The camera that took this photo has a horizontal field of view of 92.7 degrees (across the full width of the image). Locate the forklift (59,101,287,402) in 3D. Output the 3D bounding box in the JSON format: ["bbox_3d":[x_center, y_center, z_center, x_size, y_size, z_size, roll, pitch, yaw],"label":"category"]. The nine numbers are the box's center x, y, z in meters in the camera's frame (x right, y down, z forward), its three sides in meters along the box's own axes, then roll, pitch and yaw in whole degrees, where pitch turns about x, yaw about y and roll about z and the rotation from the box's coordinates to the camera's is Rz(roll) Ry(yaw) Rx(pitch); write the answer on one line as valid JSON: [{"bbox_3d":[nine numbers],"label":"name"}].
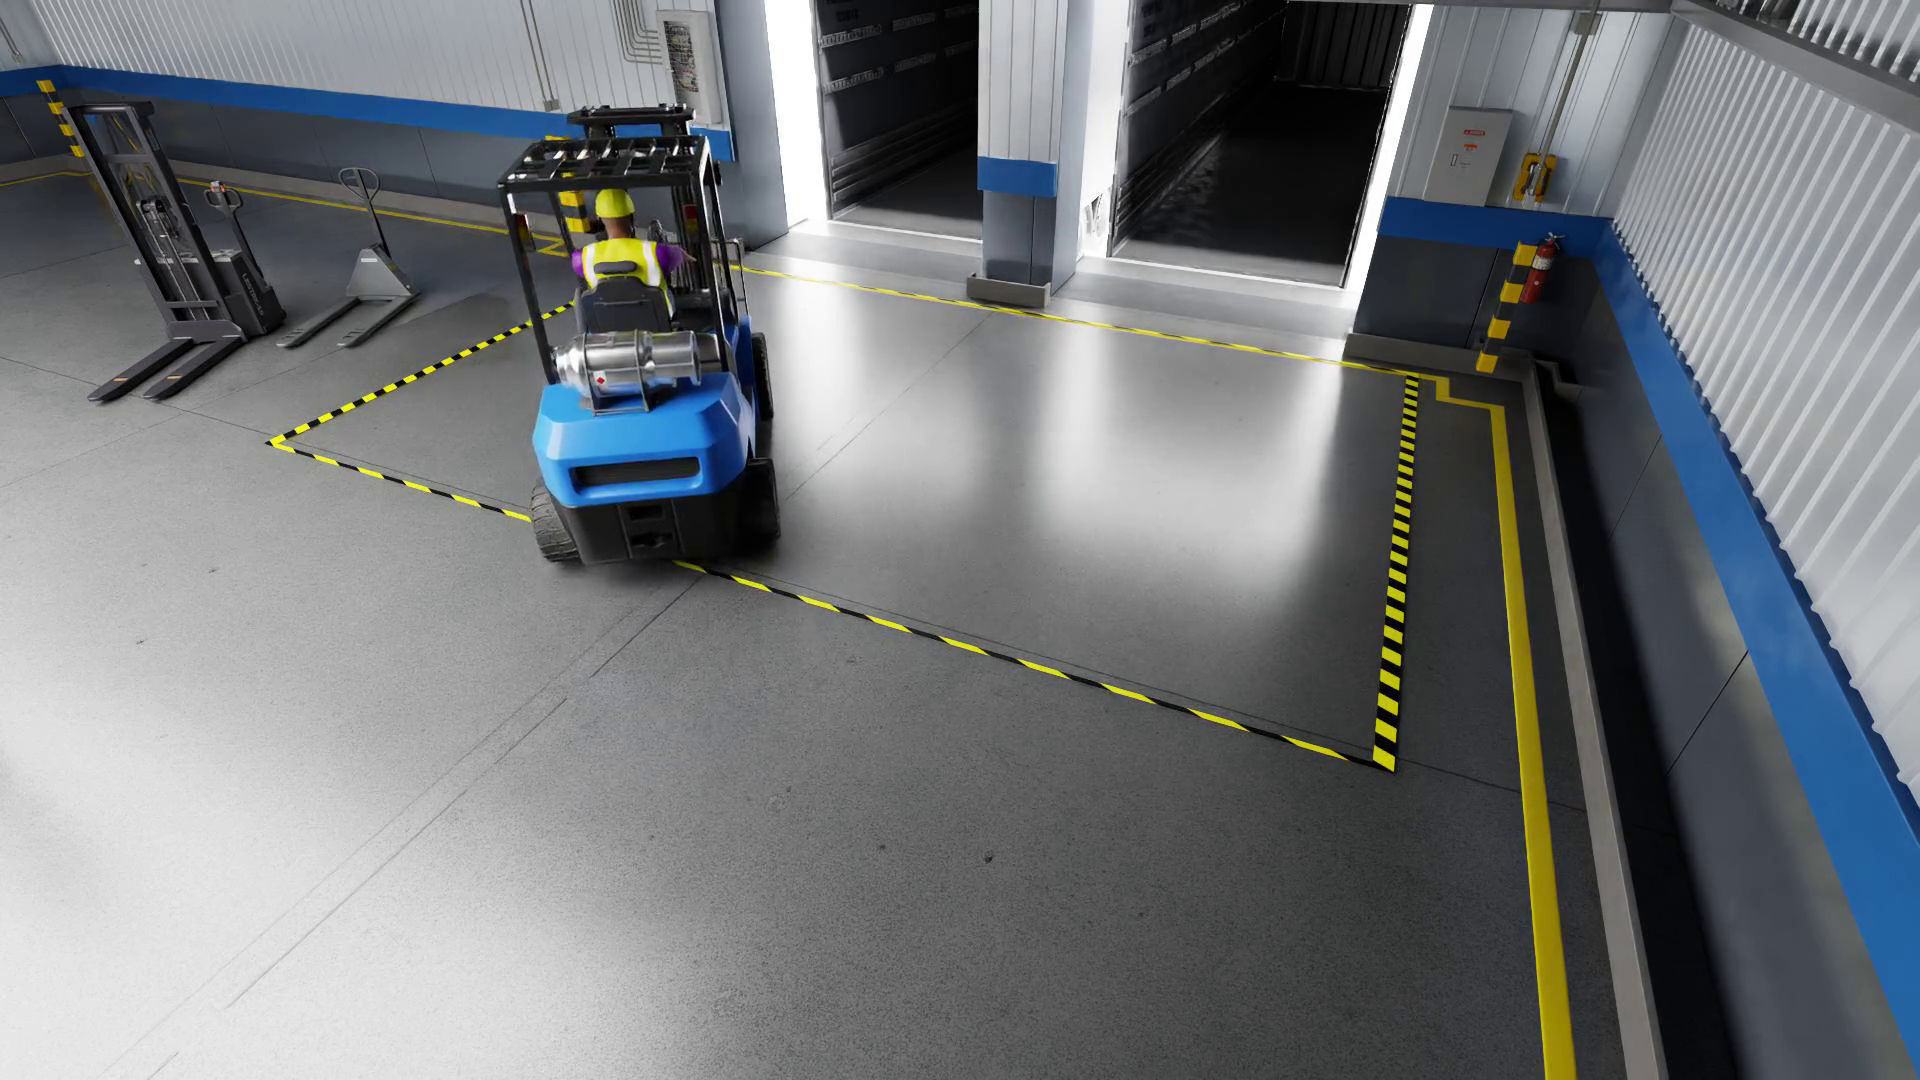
[{"bbox_3d":[-6.686,-2.387,7.434,0.823,1.965,1.885,-3,35,-5],"label":"forklift"}]

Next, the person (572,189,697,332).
[{"bbox_3d":[-1.958,-1.597,5.668,0.635,1.294,1.004,-6,35,-8],"label":"person"}]

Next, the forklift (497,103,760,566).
[{"bbox_3d":[-1.955,-1.409,5.726,1.157,2.036,2.680,-6,35,-8],"label":"forklift"}]

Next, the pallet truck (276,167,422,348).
[{"bbox_3d":[-5.732,-2.611,8.414,0.680,1.201,1.601,-1,35,-1],"label":"pallet truck"}]
